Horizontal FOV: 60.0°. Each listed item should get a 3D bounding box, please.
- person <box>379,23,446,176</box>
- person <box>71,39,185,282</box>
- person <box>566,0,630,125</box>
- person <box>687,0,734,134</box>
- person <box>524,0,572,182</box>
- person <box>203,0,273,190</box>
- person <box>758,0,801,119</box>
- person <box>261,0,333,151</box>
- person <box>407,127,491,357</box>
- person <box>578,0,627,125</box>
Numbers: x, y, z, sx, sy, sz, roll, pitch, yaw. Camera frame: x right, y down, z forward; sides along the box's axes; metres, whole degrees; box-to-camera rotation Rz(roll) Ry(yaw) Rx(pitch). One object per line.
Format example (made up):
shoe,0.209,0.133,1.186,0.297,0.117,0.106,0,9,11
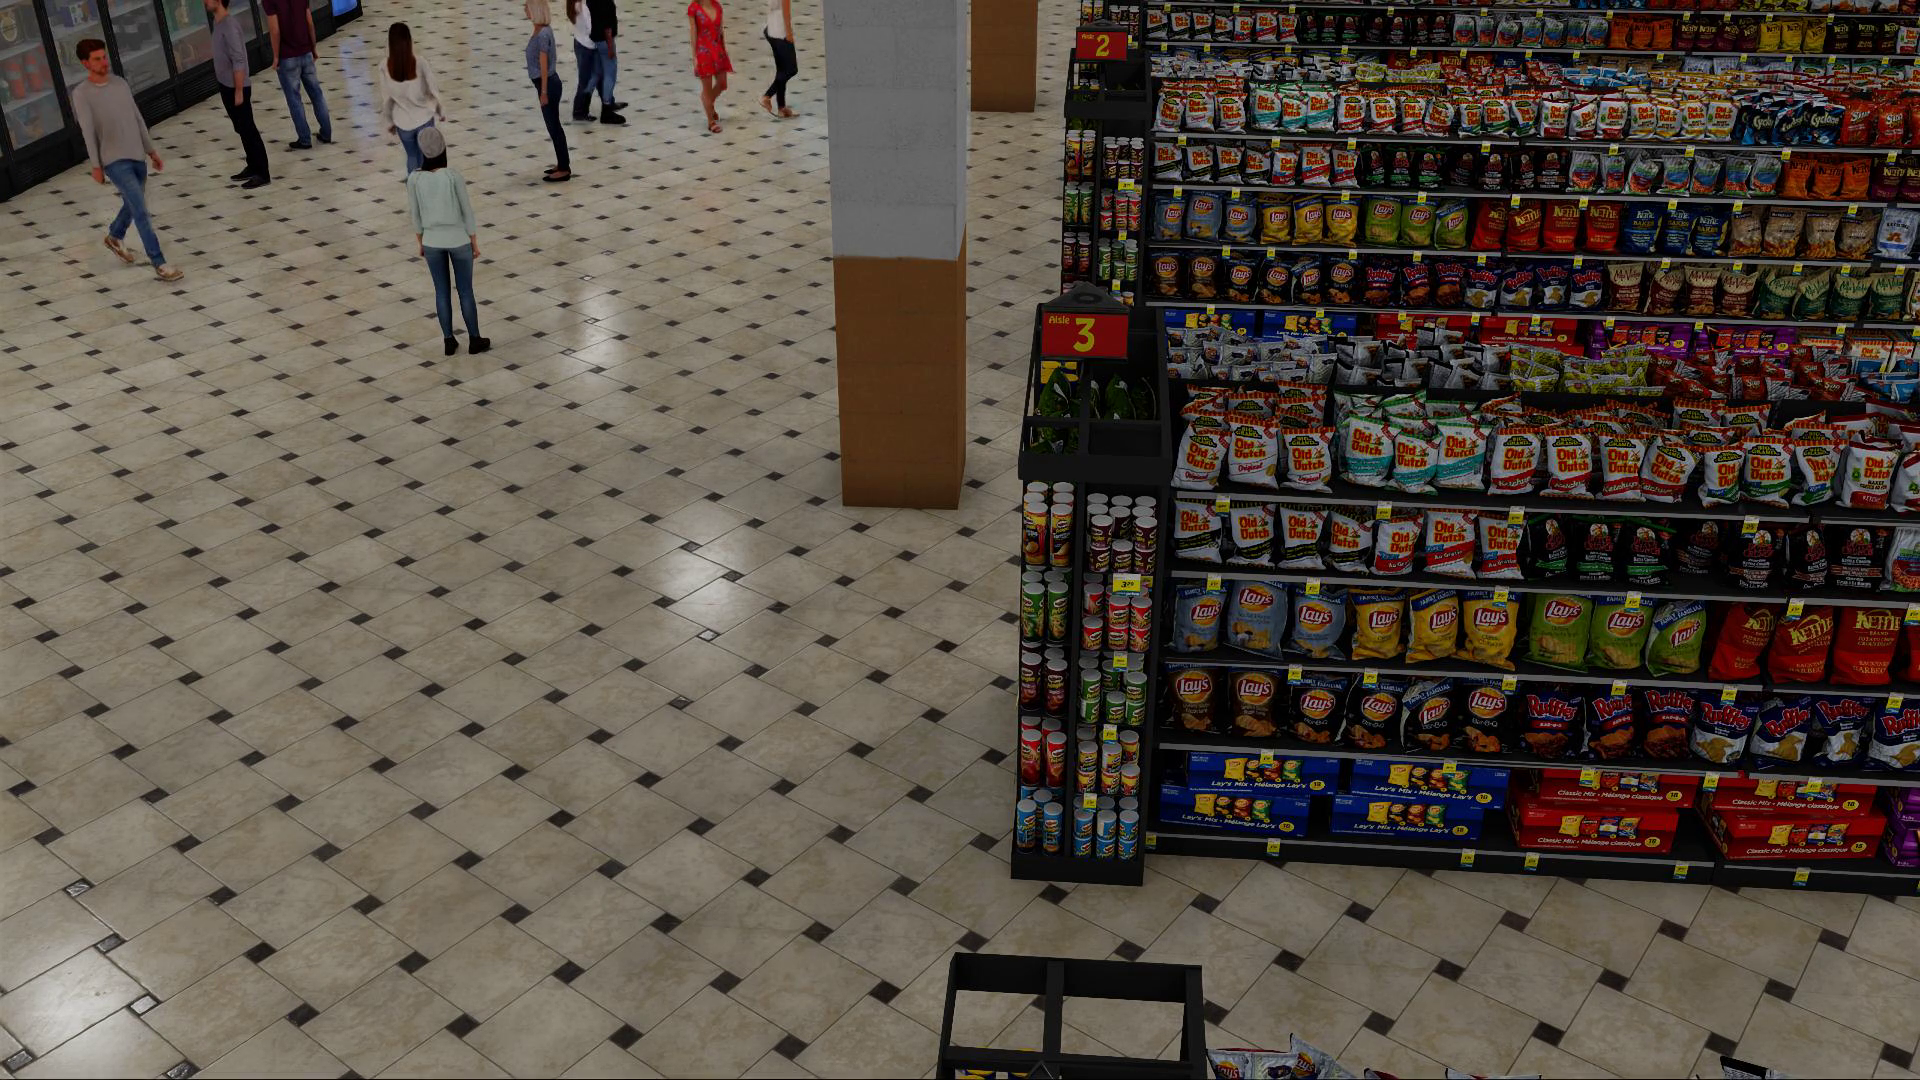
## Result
person,-4.721,-3.574,14.433,0.977,1.645,0.731,0,29,-1
person,-6.675,-3.003,13.154,1.252,1.870,0.887,11,31,19
person,-3.985,-5.120,17.386,0.966,1.530,0.814,-14,32,-24
person,-2.640,-5.028,17.162,0.787,1.583,0.843,-20,35,-32
person,-3.846,-4.236,15.567,0.613,1.722,0.619,-7,29,-13
person,-6.706,-4.214,15.400,0.771,1.843,0.729,-19,34,-31
person,-1.988,-5.314,17.506,0.880,1.756,0.824,-11,30,-18
person,-6.616,-4.838,16.535,0.738,1.851,0.733,20,34,32
person,-3.627,-2.113,11.759,0.470,1.645,0.659,-1,29,-2
person,-3.765,-5.181,17.341,0.815,1.679,0.880,25,37,37
